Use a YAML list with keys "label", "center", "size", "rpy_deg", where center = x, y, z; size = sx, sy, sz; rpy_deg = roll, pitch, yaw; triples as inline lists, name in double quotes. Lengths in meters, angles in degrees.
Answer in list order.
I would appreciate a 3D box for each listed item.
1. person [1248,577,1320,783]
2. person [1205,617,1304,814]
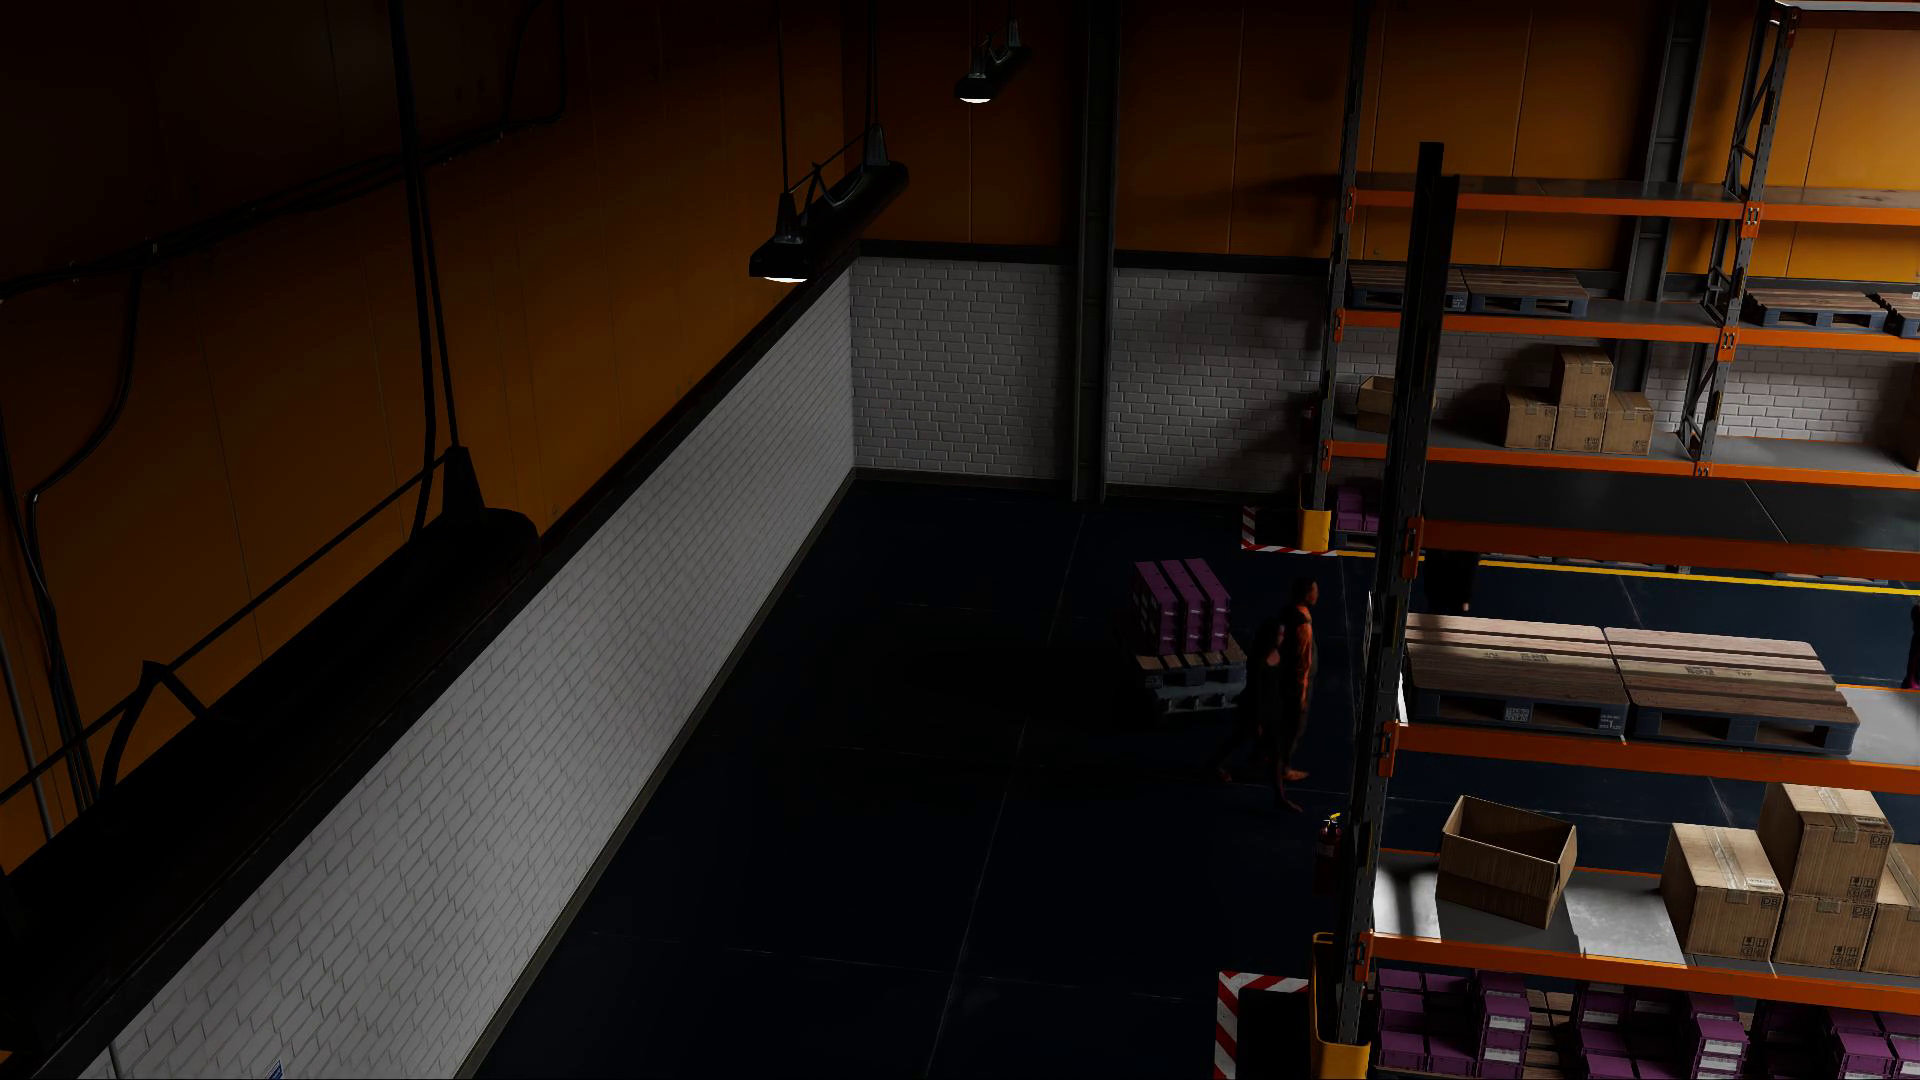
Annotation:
- label: "person"
  center: [2.802, 1.194, 14.094]
  size: [0.831, 1.905, 0.782]
  rpy_deg: [-2, 24, -6]
- label: "person"
  center: [2.402, 1.419, 13.873]
  size: [1.272, 1.671, 1.060]
  rpy_deg: [20, 31, 38]
